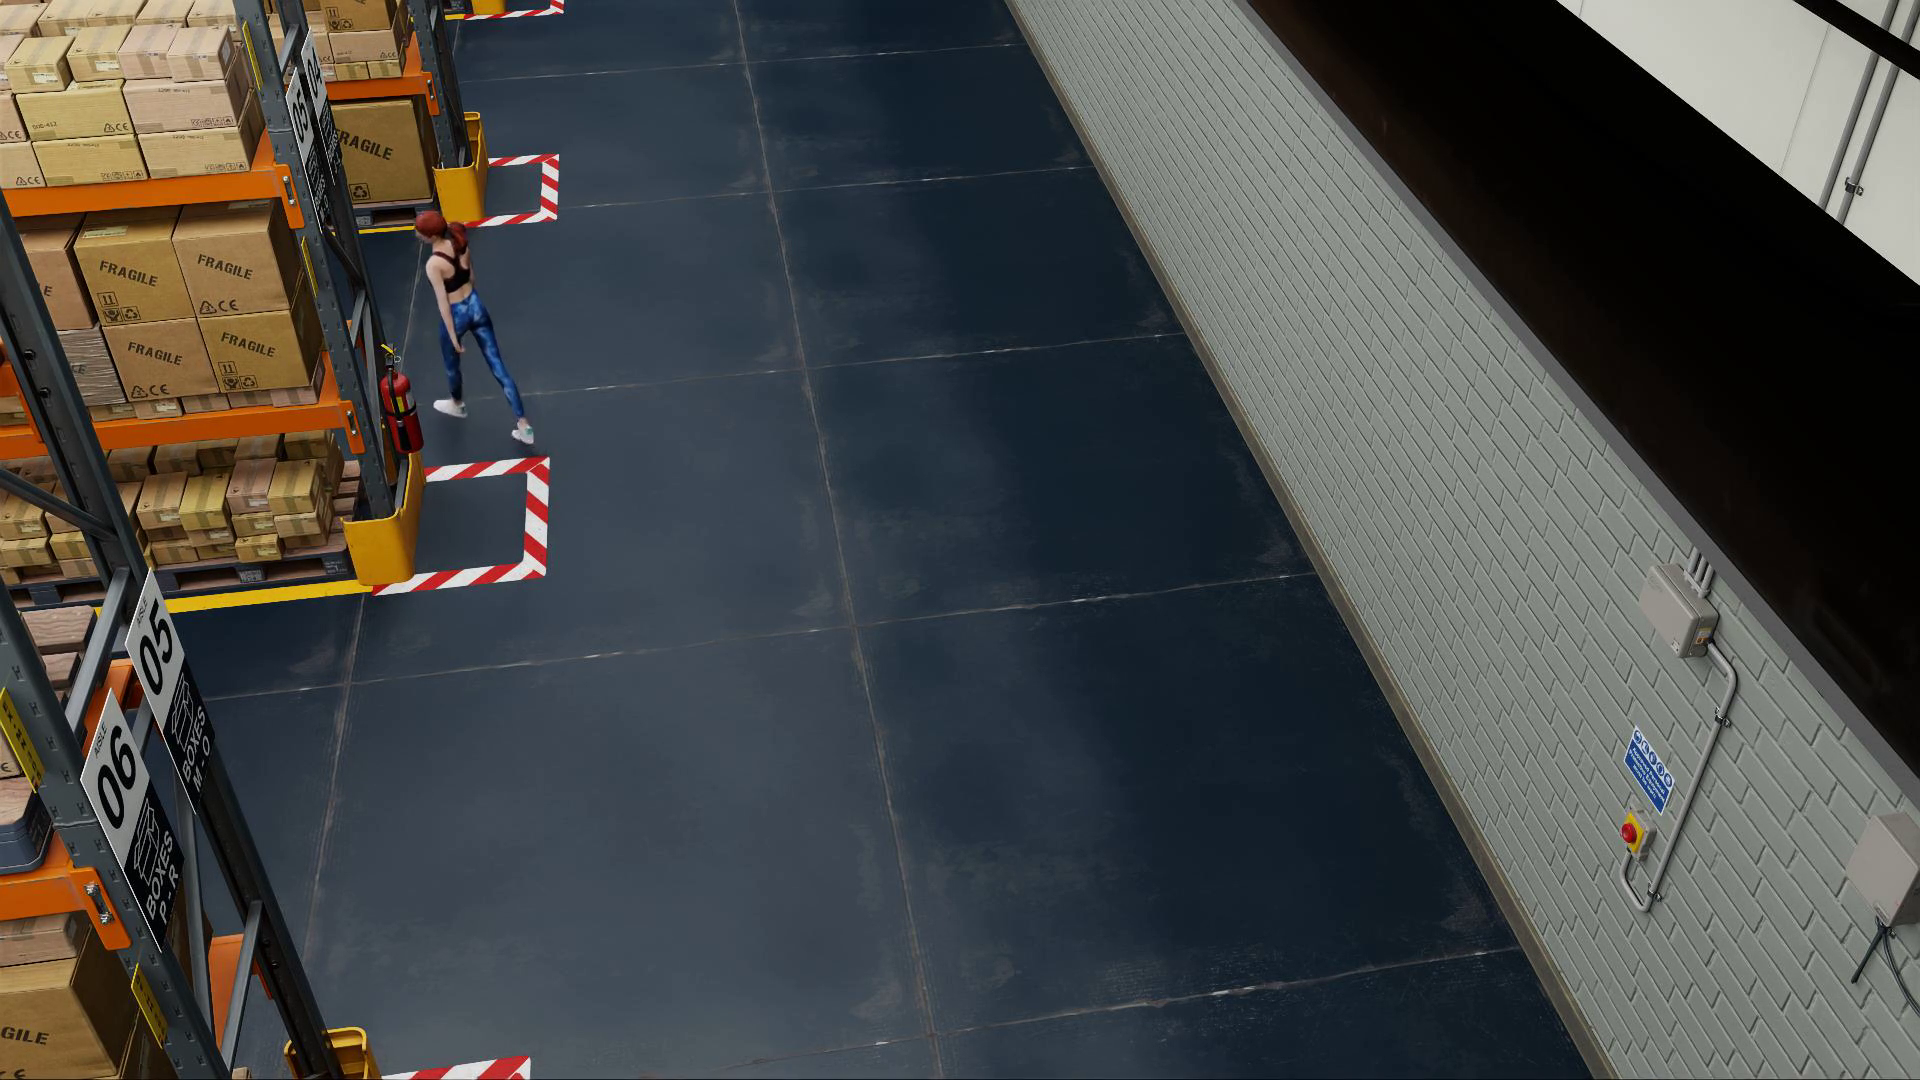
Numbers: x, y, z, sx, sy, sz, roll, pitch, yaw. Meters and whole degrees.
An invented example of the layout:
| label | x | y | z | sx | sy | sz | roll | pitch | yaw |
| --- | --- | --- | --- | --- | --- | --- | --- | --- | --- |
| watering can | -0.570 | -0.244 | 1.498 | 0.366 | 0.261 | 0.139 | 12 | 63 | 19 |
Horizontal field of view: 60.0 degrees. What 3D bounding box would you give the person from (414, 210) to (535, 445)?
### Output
| label | x | y | z | sx | sy | sz | roll | pitch | yaw |
| --- | --- | --- | --- | --- | --- | --- | --- | --- | --- |
| person | -3.272 | -1.402 | 11.263 | 1.193 | 1.730 | 1.150 | 24 | 44 | 28 |
